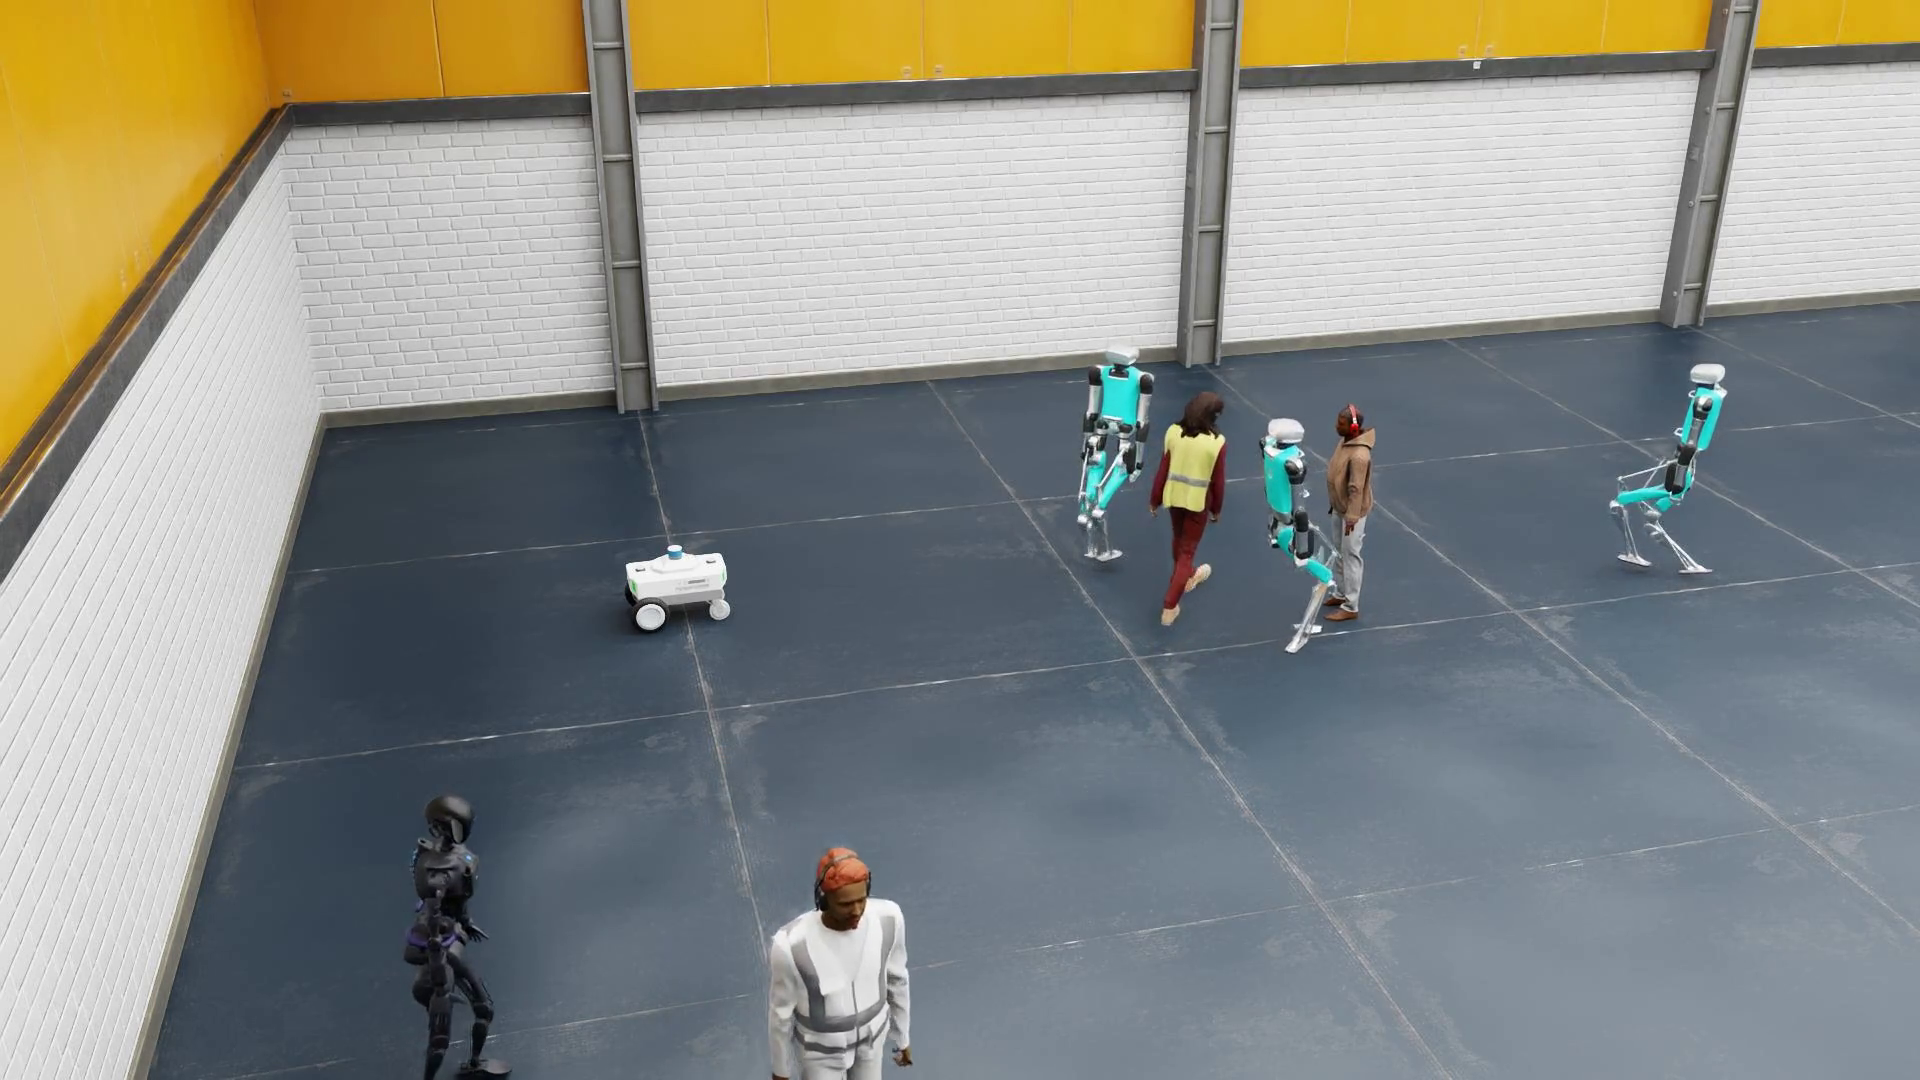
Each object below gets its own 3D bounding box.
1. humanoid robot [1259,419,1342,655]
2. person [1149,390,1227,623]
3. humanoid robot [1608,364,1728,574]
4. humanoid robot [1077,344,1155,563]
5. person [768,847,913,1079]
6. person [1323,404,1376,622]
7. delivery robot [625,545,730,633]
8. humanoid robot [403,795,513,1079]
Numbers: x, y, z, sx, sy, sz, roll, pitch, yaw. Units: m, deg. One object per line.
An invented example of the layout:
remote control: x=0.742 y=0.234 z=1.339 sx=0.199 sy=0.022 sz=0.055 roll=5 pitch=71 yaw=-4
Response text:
humanoid robot: x=2.473 y=-0.030 z=11.609 sx=0.871 sy=1.774 sz=0.591 roll=-6 pitch=25 yaw=-14
person: x=1.719 y=-0.294 z=12.218 sx=0.521 sy=1.723 sz=0.848 roll=16 pitch=28 yaw=32
humanoid robot: x=5.383 y=-0.514 z=12.717 sx=0.922 sy=1.765 sz=0.539 roll=14 pitch=27 yaw=29
humanoid robot: x=1.117 y=-0.577 z=12.853 sx=0.537 sy=1.757 sz=0.836 roll=11 pitch=26 yaw=23
person: x=-0.468 y=2.048 z=6.717 sx=0.599 sy=1.871 sz=0.447 roll=-13 pitch=27 yaw=-28
person: x=2.830 y=-0.205 z=12.116 sx=0.312 sy=1.643 sz=0.453 roll=-3 pitch=24 yaw=-7
delivery robot: x=-2.105 y=0.340 z=12.251 sx=0.804 sy=0.610 sz=0.499 roll=-7 pitch=25 yaw=-15
humanoid robot: x=-2.332 y=1.836 z=7.457 sx=0.494 sy=1.631 sz=0.601 roll=-1 pitch=24 yaw=-3
